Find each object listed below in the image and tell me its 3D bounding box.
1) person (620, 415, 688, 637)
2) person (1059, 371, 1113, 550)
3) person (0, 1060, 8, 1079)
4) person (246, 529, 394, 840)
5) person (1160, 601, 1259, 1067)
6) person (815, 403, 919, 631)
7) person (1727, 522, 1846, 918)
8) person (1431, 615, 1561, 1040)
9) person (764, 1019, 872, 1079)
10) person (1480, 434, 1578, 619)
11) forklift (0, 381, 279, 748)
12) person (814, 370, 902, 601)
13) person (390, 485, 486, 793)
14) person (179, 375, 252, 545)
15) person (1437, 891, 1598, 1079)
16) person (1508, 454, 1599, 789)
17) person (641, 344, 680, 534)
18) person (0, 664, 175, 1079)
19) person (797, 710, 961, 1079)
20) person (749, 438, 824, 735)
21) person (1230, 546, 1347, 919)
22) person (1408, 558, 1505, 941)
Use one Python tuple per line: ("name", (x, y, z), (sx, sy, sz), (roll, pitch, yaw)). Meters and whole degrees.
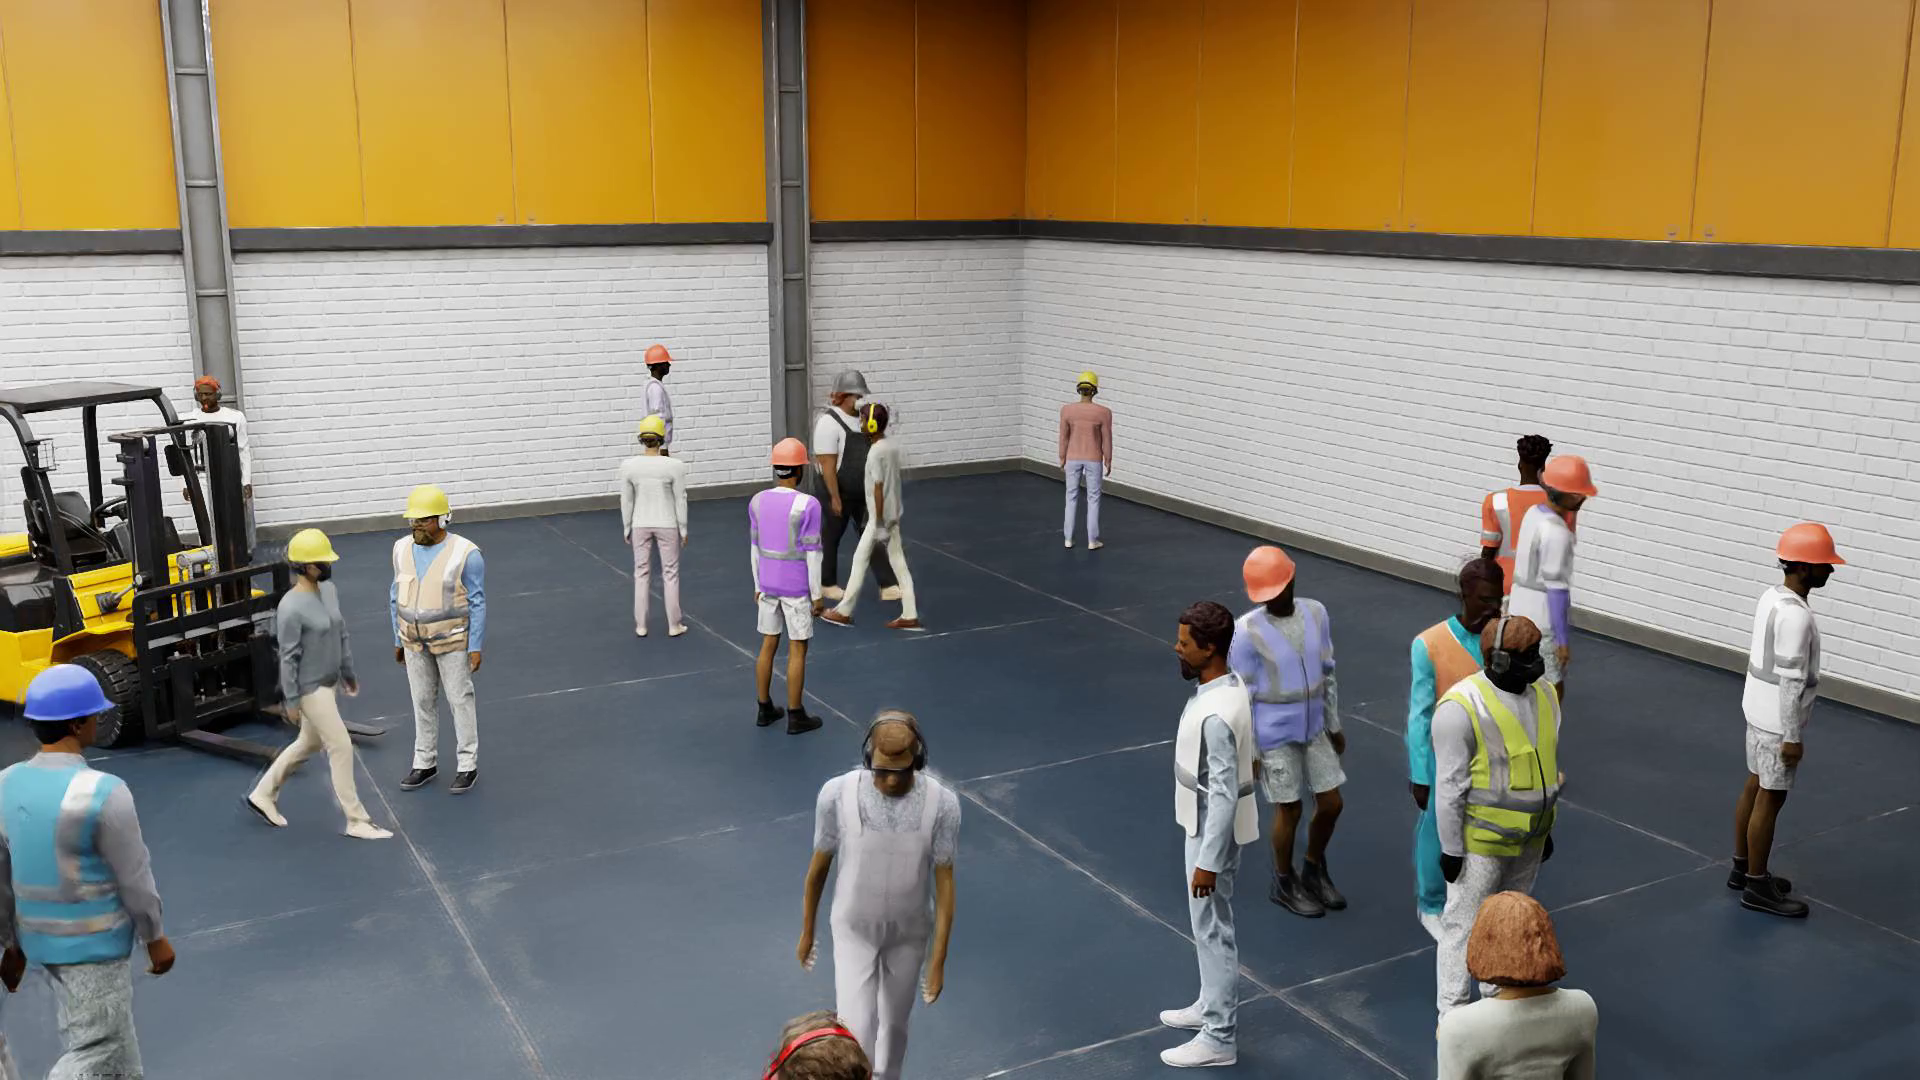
("person", (-2.395, -0.105, 13.104), (0.530, 1.766, 0.318), (1, 12, 3))
("person", (1.232, -0.775, 16.273), (0.531, 1.755, 0.343), (3, 12, 15))
("person", (-3.566, 1.500, 5.702), (0.512, 1.701, 0.607), (8, 15, 34))
("person", (-3.560, 0.778, 9.063), (0.849, 1.737, 0.534), (1, 12, 4))
("person", (1.018, 1.181, 6.718), (0.377, 1.916, 0.600), (2, 12, 8))
("person", (-0.722, -0.182, 13.319), (0.911, 1.822, 0.519), (5, 13, 23))
("person", (4.045, 0.863, 8.157), (0.375, 1.939, 0.546), (3, 12, 15))
("person", (2.198, 1.203, 6.785), (0.632, 1.846, 0.429), (-7, 14, -30))
("person", (-0.365, 1.894, 3.703), (0.588, 1.771, 1.000), (0, 12, -1))
("person", (3.661, 0.288, 10.783), (0.602, 1.967, 0.366), (3, 12, 12))
("forklift", (-5.853, 0.085, 11.199), (2.313, 2.155, 1.214), (7, 14, 28))
("person", (-0.862, -0.452, 14.082), (0.978, 2.000, 0.695), (10, 16, 39))
("person", (-3.067, 0.579, 9.736), (0.588, 1.834, 0.403), (3, 12, 12))
("person", (-6.608, -0.523, 14.785), (0.584, 1.882, 0.337), (-4, 13, -16))
("person", (1.525, 1.769, 4.656), (0.505, 1.628, 0.278), (-4, 13, -16))
("person", (3.464, 0.469, 9.831), (0.432, 2.022, 0.647), (1, 12, 3))
("person", (-3.063, -1.024, 16.996), (0.351, 1.942, 0.547), (-4, 13, -19))
("person", (-3.124, 1.388, 5.769), (0.588, 1.918, 0.909), (6, 13, 26))
("person", (-0.285, 1.445, 5.825), (0.584, 1.770, 0.968), (-1, 12, -7))
("person", (-1.122, 0.292, 10.896), (0.557, 1.924, 0.433), (8, 14, 33))
("person", (1.603, 0.939, 7.950), (0.628, 1.875, 0.457), (-7, 14, -28))
("person", (2.344, 1.026, 7.504), (0.628, 1.882, 0.914), (-2, 12, -10))
